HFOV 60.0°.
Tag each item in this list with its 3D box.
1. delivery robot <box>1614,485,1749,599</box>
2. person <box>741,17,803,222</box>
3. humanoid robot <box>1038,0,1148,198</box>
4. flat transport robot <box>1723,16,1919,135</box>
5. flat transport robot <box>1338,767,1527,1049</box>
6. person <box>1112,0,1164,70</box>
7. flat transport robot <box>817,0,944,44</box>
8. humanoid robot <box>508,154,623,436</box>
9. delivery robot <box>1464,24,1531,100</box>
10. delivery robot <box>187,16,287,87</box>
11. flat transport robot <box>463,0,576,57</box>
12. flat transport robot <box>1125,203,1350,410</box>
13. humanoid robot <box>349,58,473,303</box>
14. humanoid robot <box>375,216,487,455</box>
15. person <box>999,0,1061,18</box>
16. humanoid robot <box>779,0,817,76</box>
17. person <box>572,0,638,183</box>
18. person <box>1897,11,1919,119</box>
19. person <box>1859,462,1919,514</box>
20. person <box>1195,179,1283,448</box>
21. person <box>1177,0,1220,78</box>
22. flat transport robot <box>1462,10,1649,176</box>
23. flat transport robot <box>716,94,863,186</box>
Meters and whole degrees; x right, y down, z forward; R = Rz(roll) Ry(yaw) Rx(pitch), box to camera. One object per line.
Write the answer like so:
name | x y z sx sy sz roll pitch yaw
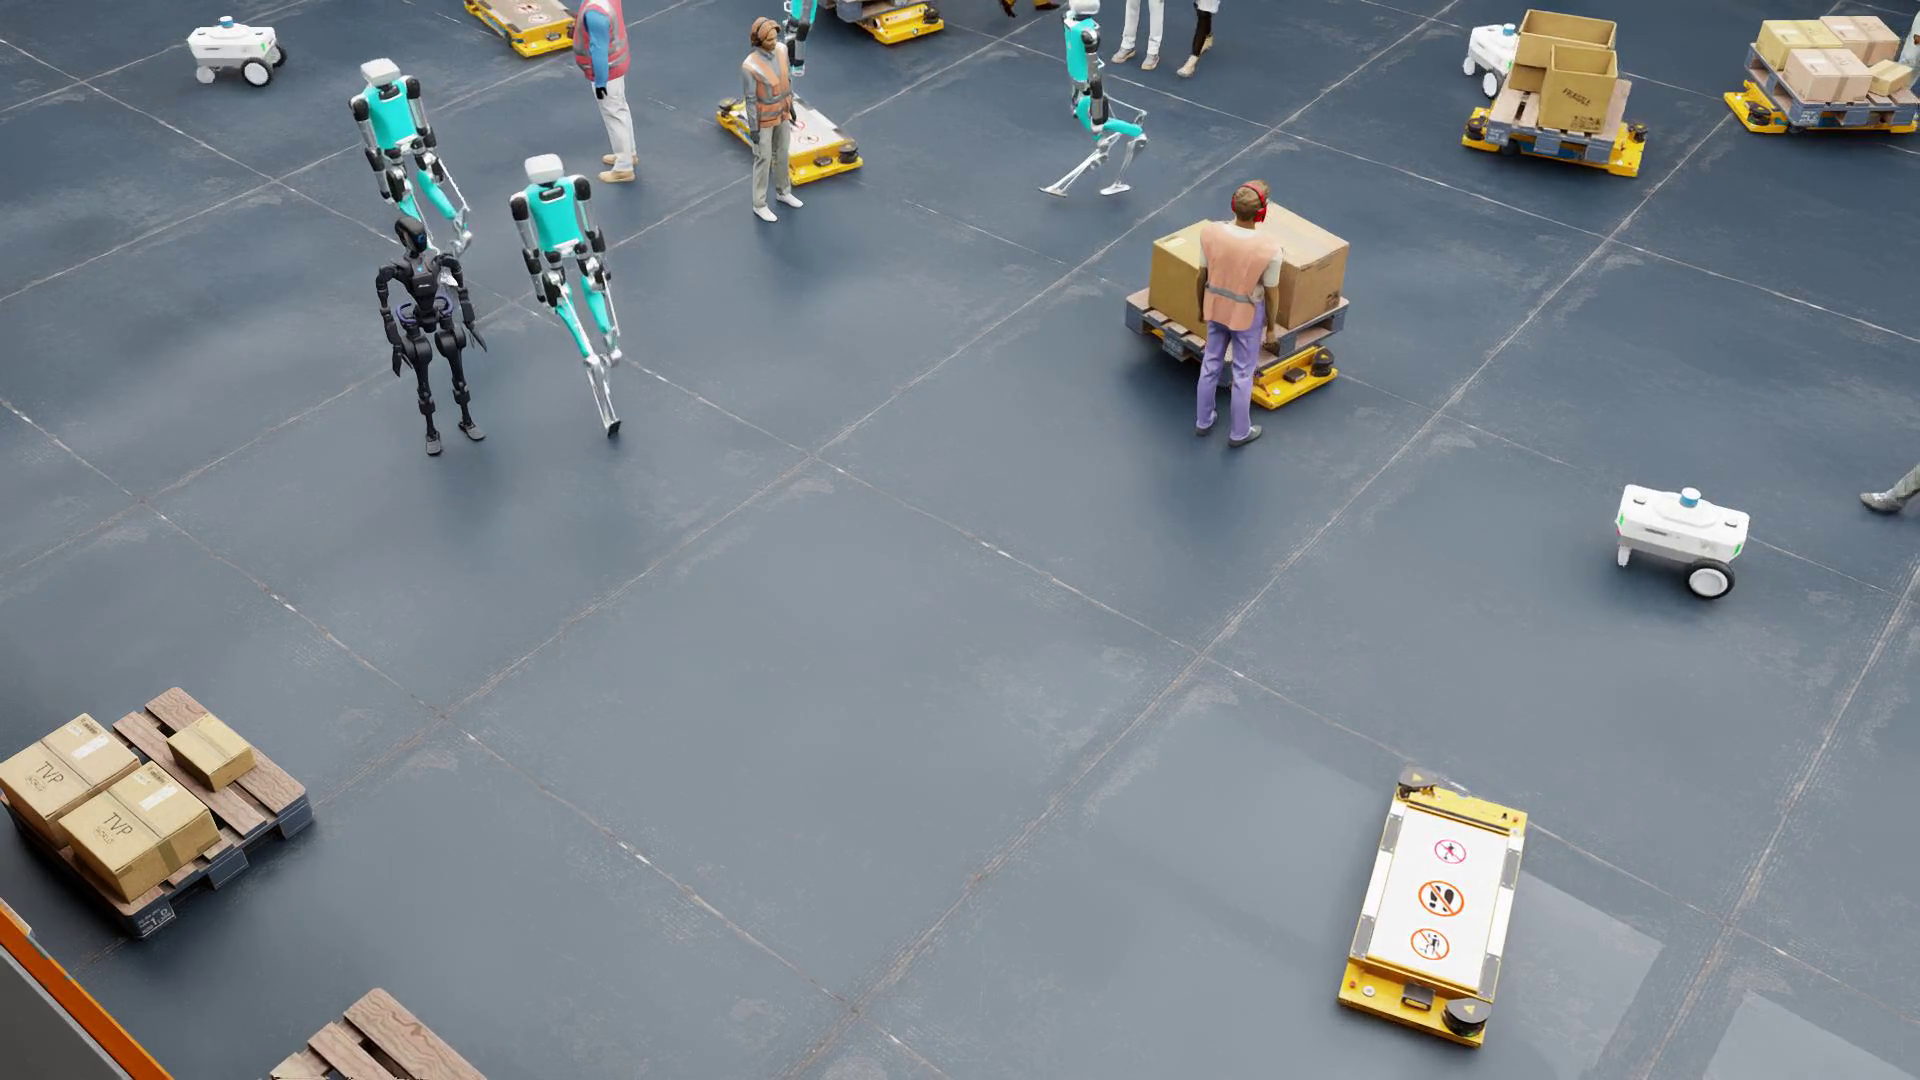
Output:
delivery robot | 4.294 -0.053 9.914 0.741 0.587 0.525 16 43 18
person | -1.467 -3.256 12.859 0.311 1.629 0.515 23 46 25
humanoid robot | 1.109 -3.416 12.952 0.990 1.732 0.549 -13 42 -15
flat transport robot | 7.517 -3.786 14.531 1.431 0.231 0.659 0 40 0
flat transport robot | 2.312 1.735 8.037 0.659 0.231 1.431 15 43 17
person | 1.669 -5.180 14.926 0.574 1.884 0.356 21 45 23
flat transport robot | -0.829 -5.230 16.230 0.659 0.231 1.431 -24 46 -26
humanoid robot | -2.426 -1.516 10.774 0.566 1.820 0.903 -21 44 -22
delivery robot | 4.883 -4.338 14.952 0.499 0.583 0.774 -11 42 -13
delivery robot | -6.555 -4.437 15.090 0.814 0.611 0.499 0 40 0
flat transport robot | -4.188 -5.034 16.000 0.659 0.231 1.431 -25 46 -27
flat transport robot | 1.919 -1.420 11.749 0.659 0.231 1.431 -27 47 -28
humanoid robot | -3.829 -2.475 11.944 0.723 1.901 0.543 30 49 30
humanoid robot | -3.329 -1.307 10.517 0.599 1.657 0.315 -20 44 -22
person | 0.677 -5.804 15.767 0.666 1.727 0.541 -12 42 -14
humanoid robot | -1.498 -4.030 13.700 0.792 1.802 0.547 -6 41 -7
person | -2.852 -3.772 13.312 0.431 1.837 0.630 -2 40 -3
person | 8.241 -4.357 14.064 0.492 1.742 0.320 -26 47 -27
person | 6.030 -0.931 9.982 0.810 1.811 0.580 1 40 1
person | 1.730 -1.403 10.510 0.563 1.847 0.390 25 46 27
person | 2.168 -5.066 14.969 0.547 1.652 0.828 28 48 29
flat transport robot | 5.053 -3.434 14.118 1.431 0.231 0.659 16 43 18
flat transport robot | -1.463 -3.446 14.132 0.659 0.231 1.431 -22 45 -24
